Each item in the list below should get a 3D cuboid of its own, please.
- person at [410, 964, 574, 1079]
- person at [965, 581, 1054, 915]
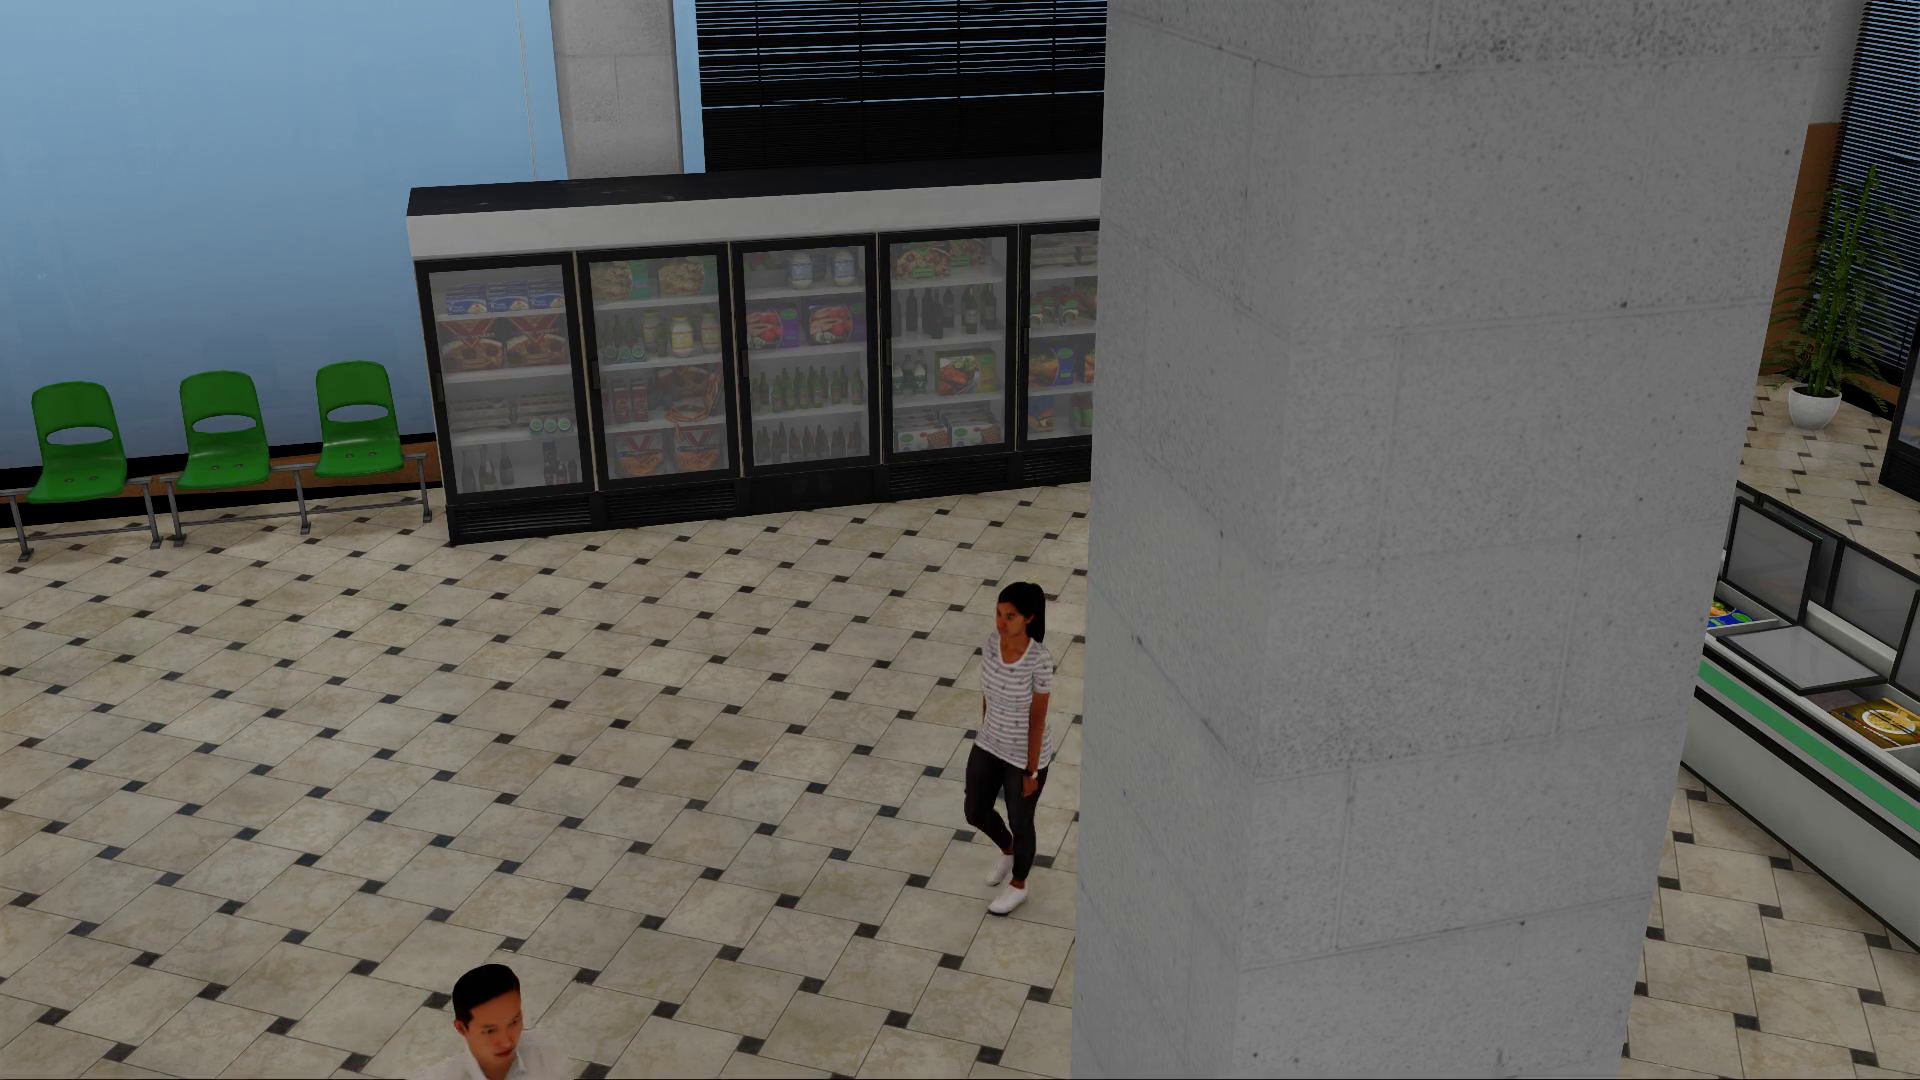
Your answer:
[{"bbox_3d":[-1.360,1.967,4.869,0.863,1.795,1.075,-16,28,-32],"label":"person"},{"bbox_3d":[0.295,0.919,7.464,0.687,1.633,0.754,20,30,37],"label":"person"}]
